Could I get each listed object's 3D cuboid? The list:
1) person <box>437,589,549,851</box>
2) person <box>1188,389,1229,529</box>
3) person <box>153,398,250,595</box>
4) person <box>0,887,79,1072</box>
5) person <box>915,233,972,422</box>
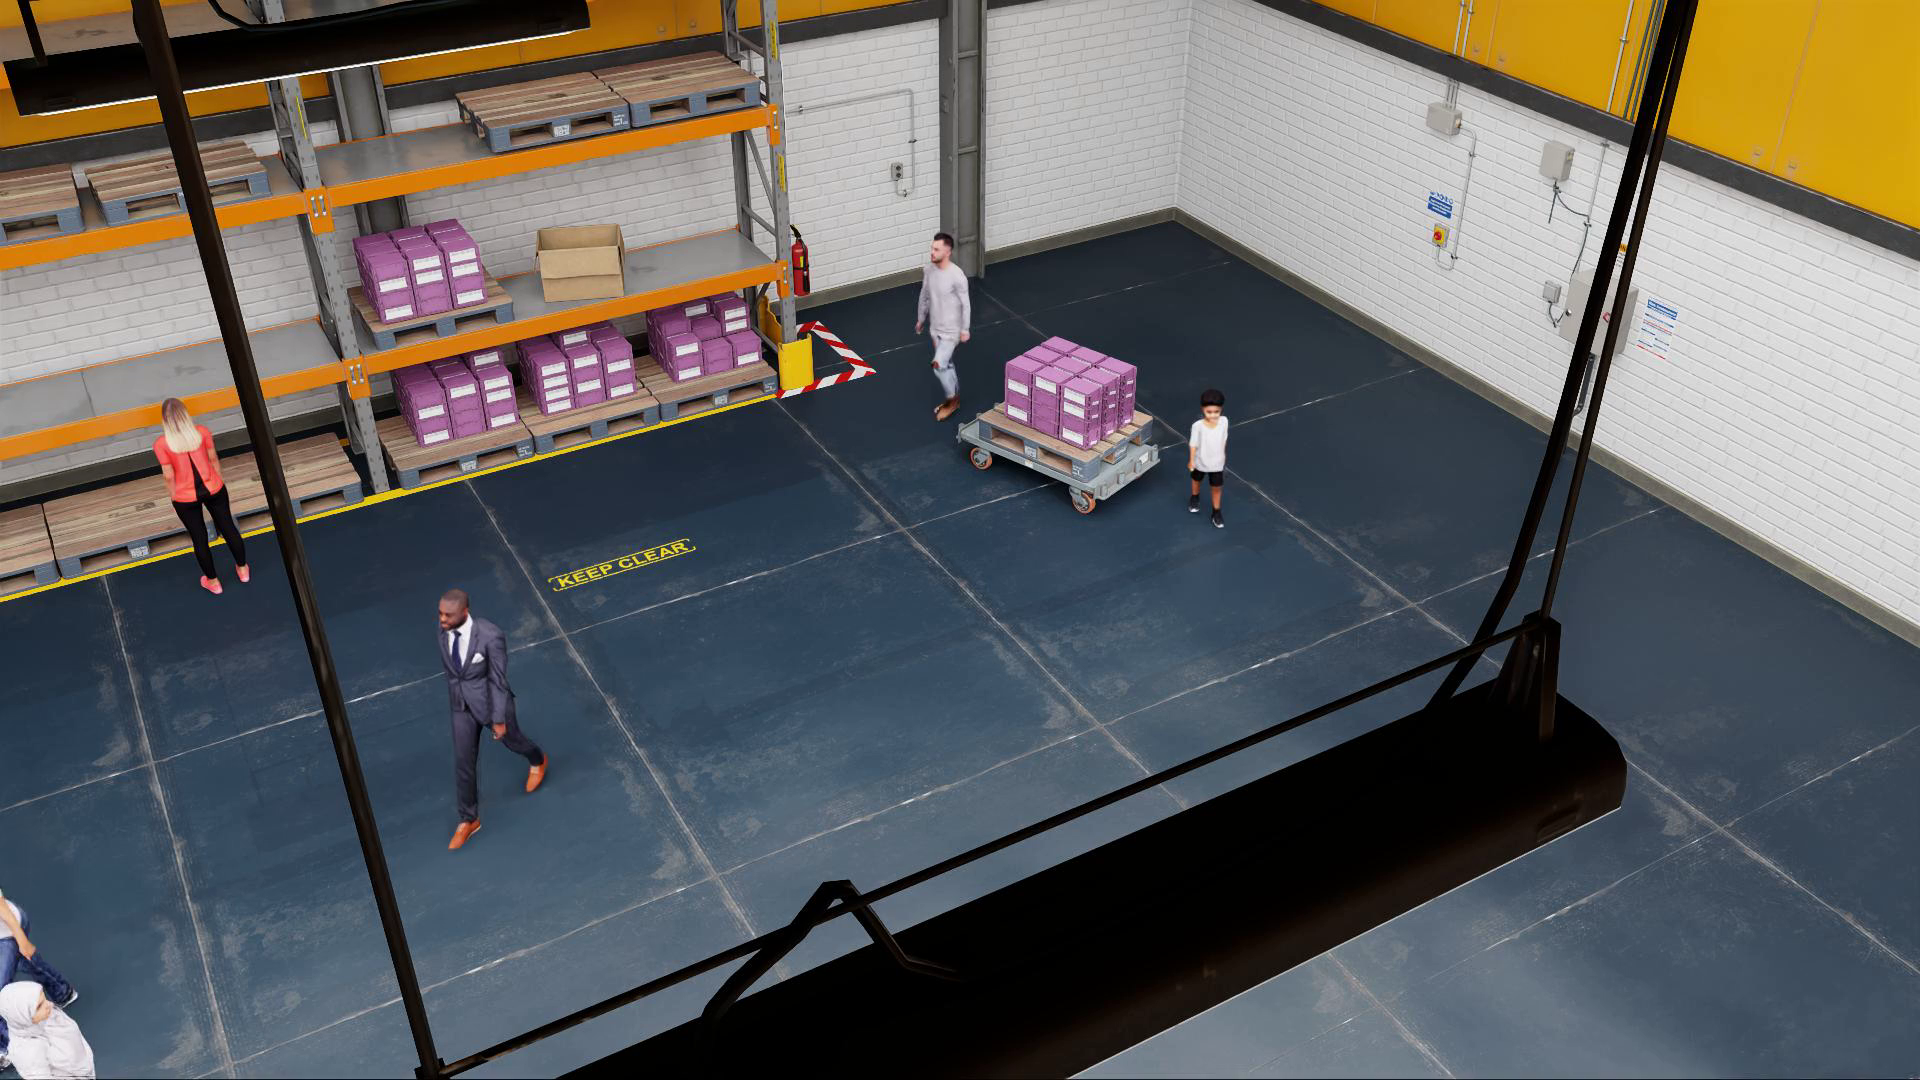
[{"bbox_3d":[-3.061,1.042,10.839,1.177,1.804,1.259,10,35,14],"label":"person"},{"bbox_3d":[2.093,-0.748,14.053,0.762,1.228,0.731,-3,34,-4],"label":"person"},{"bbox_3d":[-5.964,-0.354,13.040,0.524,1.693,0.687,-25,41,-33],"label":"person"},{"bbox_3d":[-5.354,2.167,9.390,0.789,1.534,0.960,17,37,24],"label":"person"},{"bbox_3d":[-0.074,-2.007,15.410,0.682,1.822,0.718,-23,40,-31],"label":"person"}]
